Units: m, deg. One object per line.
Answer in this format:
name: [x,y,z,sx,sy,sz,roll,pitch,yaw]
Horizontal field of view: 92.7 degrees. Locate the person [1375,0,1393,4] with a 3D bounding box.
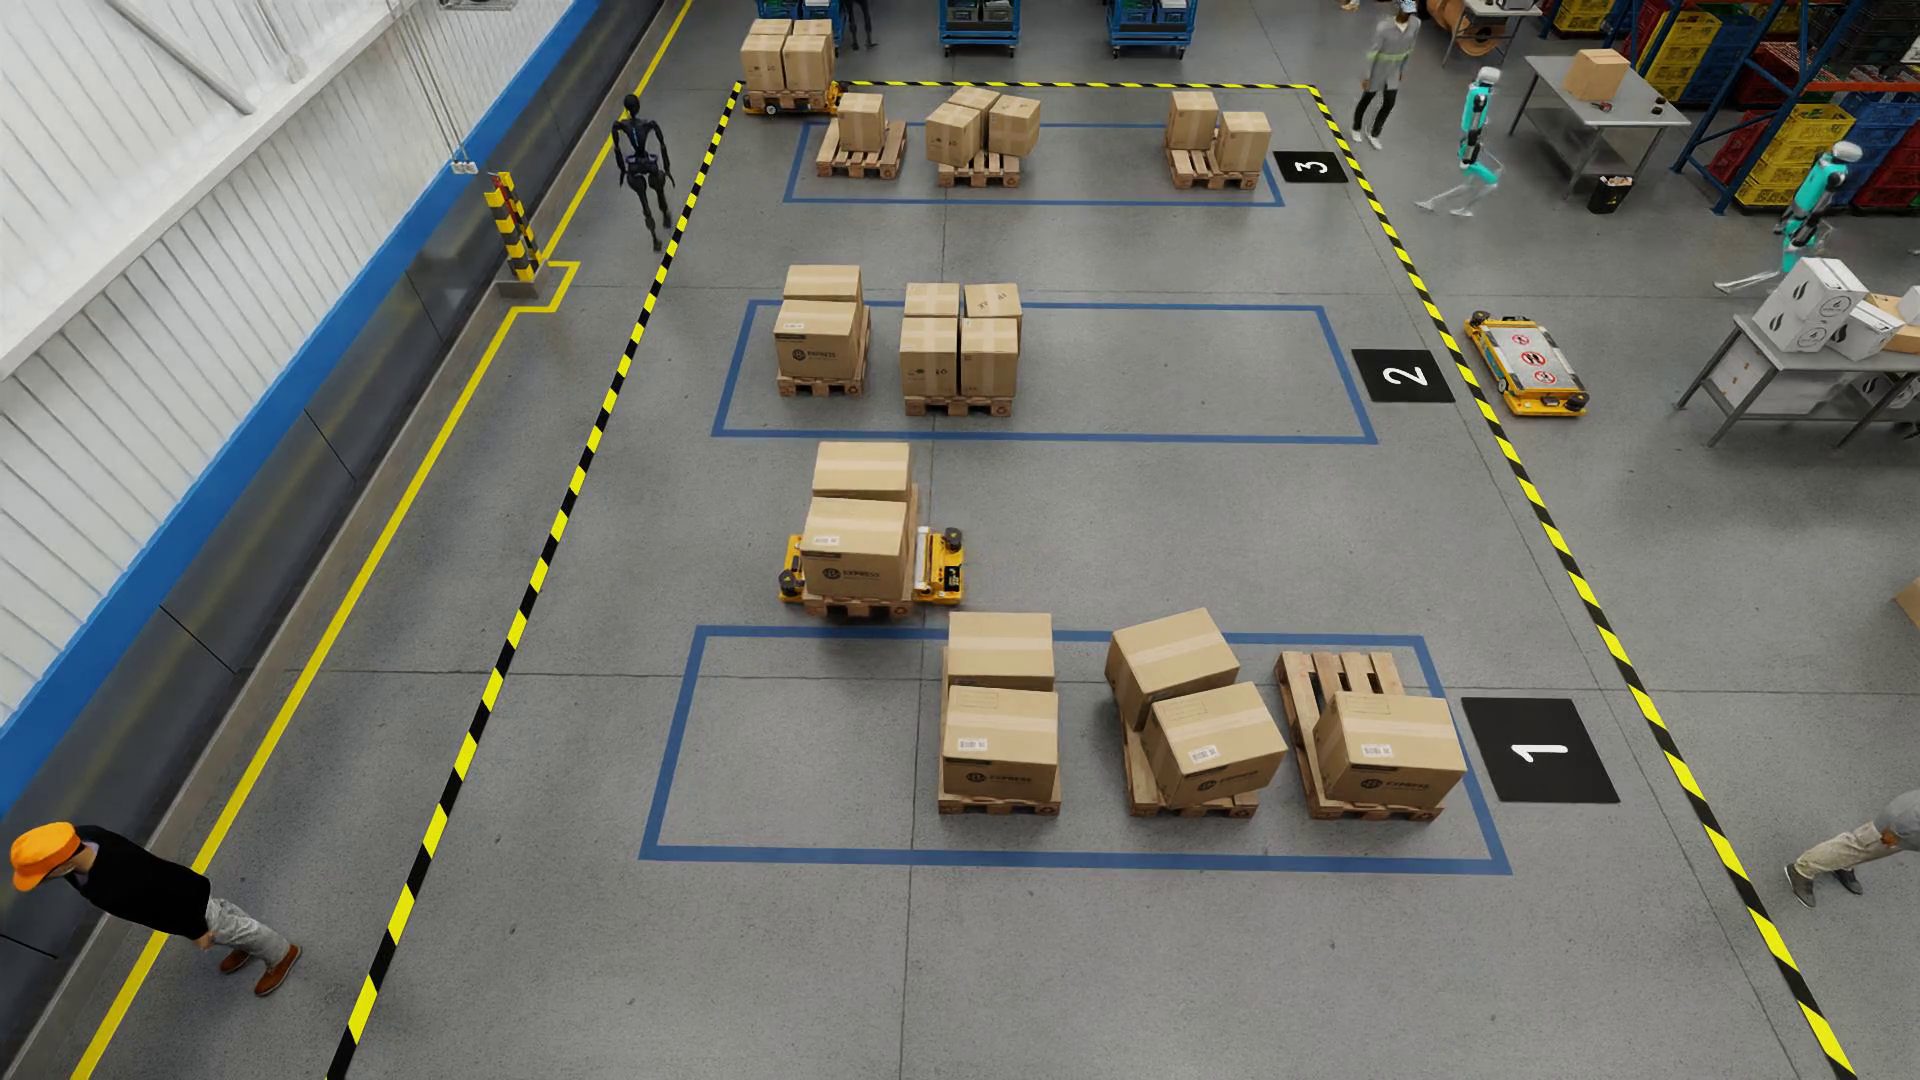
person: [6.930,-9.796,14.910,0.807,1.935,0.610,-5,49,-4]

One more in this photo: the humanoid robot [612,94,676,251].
humanoid robot: [-3.520,-4.110,10.199,0.607,1.629,0.793,-8,50,-7]

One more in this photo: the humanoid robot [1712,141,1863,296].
humanoid robot: [8.643,-3.144,9.298,1.058,1.729,0.549,10,50,9]

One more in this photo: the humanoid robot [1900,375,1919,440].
humanoid robot: [8.811,-1.588,7.979,0.588,1.642,0.523,-4,49,-3]

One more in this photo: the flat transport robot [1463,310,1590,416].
flat transport robot: [5.573,-1.757,9.054,0.659,0.231,1.431,1,49,1]

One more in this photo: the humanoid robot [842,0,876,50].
humanoid robot: [-1.606,-8.299,13.793,0.596,1.644,0.381,2,49,2]

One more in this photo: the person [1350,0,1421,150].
person: [5.400,-5.906,11.614,0.613,1.824,0.716,-5,49,-4]

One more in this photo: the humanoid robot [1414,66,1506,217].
humanoid robot: [5.888,-4.391,10.354,0.893,1.743,0.552,12,50,10]

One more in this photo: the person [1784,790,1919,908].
person: [5.466,1.587,5.169,0.572,1.763,0.403,-9,50,-8]

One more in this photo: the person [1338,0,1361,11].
person: [6.580,-9.614,14.815,0.429,1.844,0.621,7,49,6]

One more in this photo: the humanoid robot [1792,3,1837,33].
humanoid robot: [12.757,-8.122,13.592,1.026,1.732,0.548,-15,51,-12]

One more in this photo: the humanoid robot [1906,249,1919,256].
humanoid robot: [11.153,-3.731,9.762,0.675,1.763,0.544,10,50,9]

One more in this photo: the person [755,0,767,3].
person: [-3.347,-9.902,15.010,0.371,1.932,0.620,-4,49,-3]

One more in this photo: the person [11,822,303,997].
person: [-4.146,1.929,4.800,0.585,1.879,0.385,22,53,18]

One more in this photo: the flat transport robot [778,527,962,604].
flat transport robot: [-0.699,0.190,7.351,1.431,0.197,0.652,1,49,1]

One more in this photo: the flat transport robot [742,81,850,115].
flat transport robot: [-2.308,-6.257,12.931,1.431,0.197,0.652,1,49,1]
